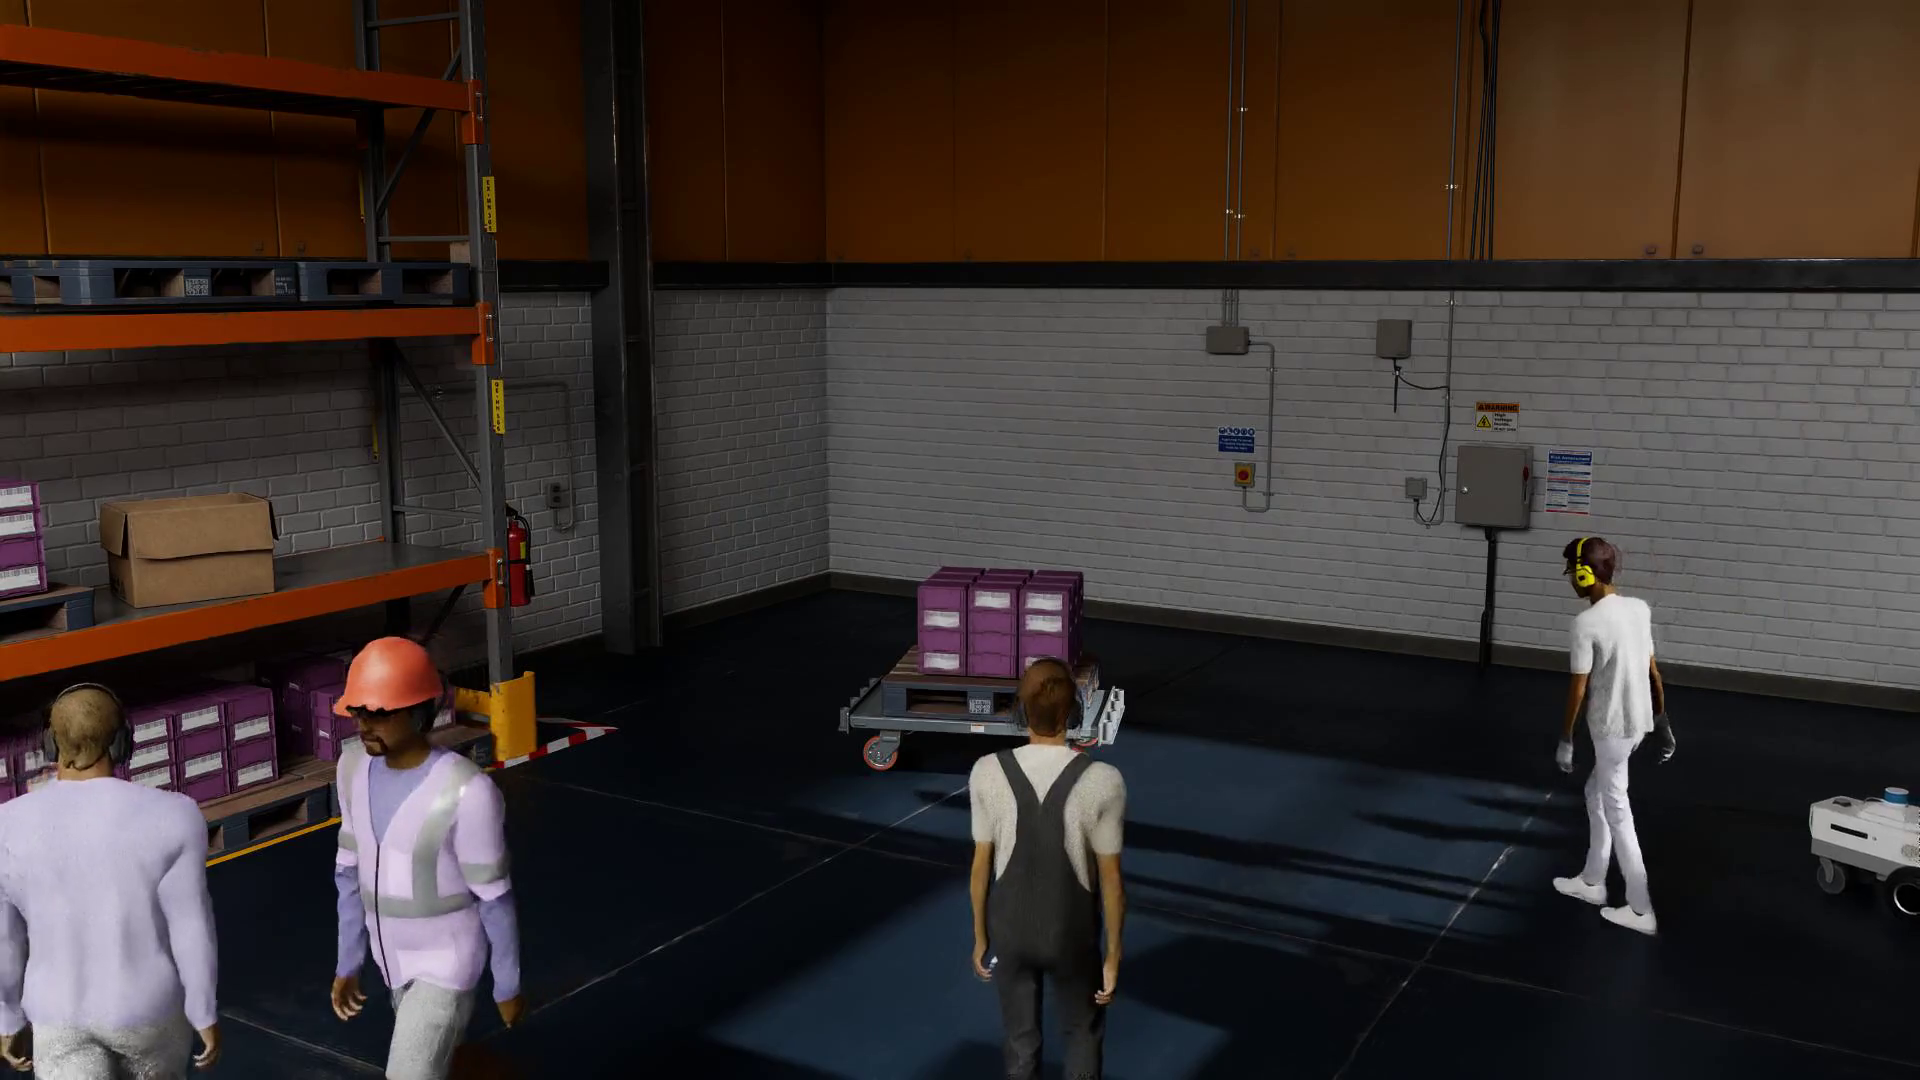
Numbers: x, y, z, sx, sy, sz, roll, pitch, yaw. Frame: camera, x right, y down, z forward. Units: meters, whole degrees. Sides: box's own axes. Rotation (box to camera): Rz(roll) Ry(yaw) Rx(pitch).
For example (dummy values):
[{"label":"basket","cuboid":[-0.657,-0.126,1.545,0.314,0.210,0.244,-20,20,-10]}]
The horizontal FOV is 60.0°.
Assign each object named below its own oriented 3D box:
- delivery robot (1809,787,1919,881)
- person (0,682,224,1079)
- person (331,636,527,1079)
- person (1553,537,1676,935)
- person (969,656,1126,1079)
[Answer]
[{"label":"delivery robot","cuboid":[4.486,1.434,8.001,0.477,0.478,0.707,-6,11,-32]},{"label":"person","cuboid":[-2.435,1.351,4.706,0.630,1.888,1.030,-3,9,-16]},{"label":"person","cuboid":[-1.551,1.234,5.066,0.598,2.004,1.022,6,11,34]},{"label":"person","cuboid":[2.986,0.887,7.756,0.582,1.828,0.733,-6,11,-35]},{"label":"person","cuboid":[0.272,1.279,5.287,0.504,1.834,0.437,2,9,11]}]
